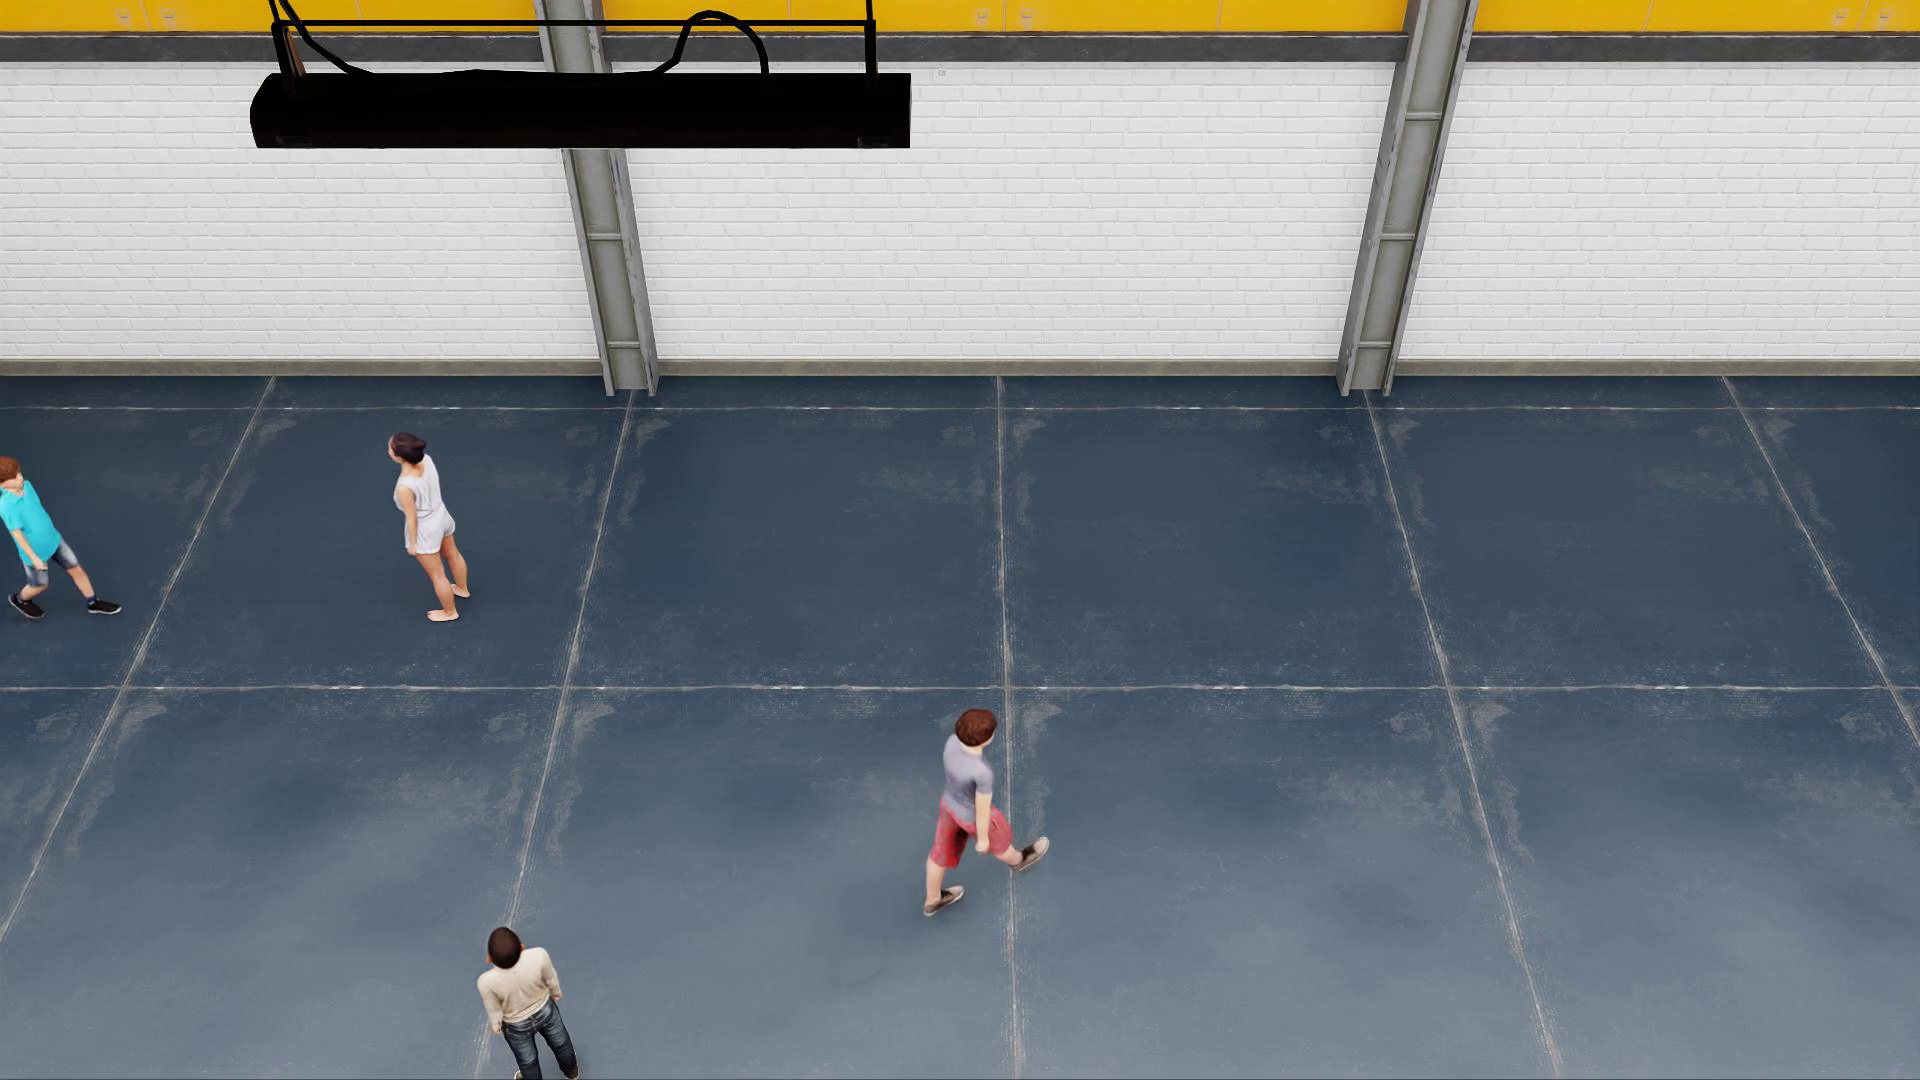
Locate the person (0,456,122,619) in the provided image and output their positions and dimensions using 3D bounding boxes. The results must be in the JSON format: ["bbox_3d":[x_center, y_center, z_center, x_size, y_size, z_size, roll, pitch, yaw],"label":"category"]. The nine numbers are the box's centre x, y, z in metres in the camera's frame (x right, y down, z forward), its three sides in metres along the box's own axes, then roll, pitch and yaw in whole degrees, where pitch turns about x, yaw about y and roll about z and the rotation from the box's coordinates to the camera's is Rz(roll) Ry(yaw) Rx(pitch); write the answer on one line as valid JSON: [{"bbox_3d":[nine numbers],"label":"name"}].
[{"bbox_3d":[-6.319,0.019,11.282,0.965,1.427,0.634,7,44,8],"label":"person"}]

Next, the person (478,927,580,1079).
[{"bbox_3d":[-2.257,2.468,8.683,0.608,1.465,0.689,-27,50,-26],"label":"person"}]

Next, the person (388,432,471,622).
[{"bbox_3d":[-3.605,-0.105,11.284,0.608,1.604,0.606,8,44,8],"label":"person"}]

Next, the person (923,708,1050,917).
[{"bbox_3d":[-0.024,1.594,9.495,1.168,1.611,1.011,-27,50,-25],"label":"person"}]
